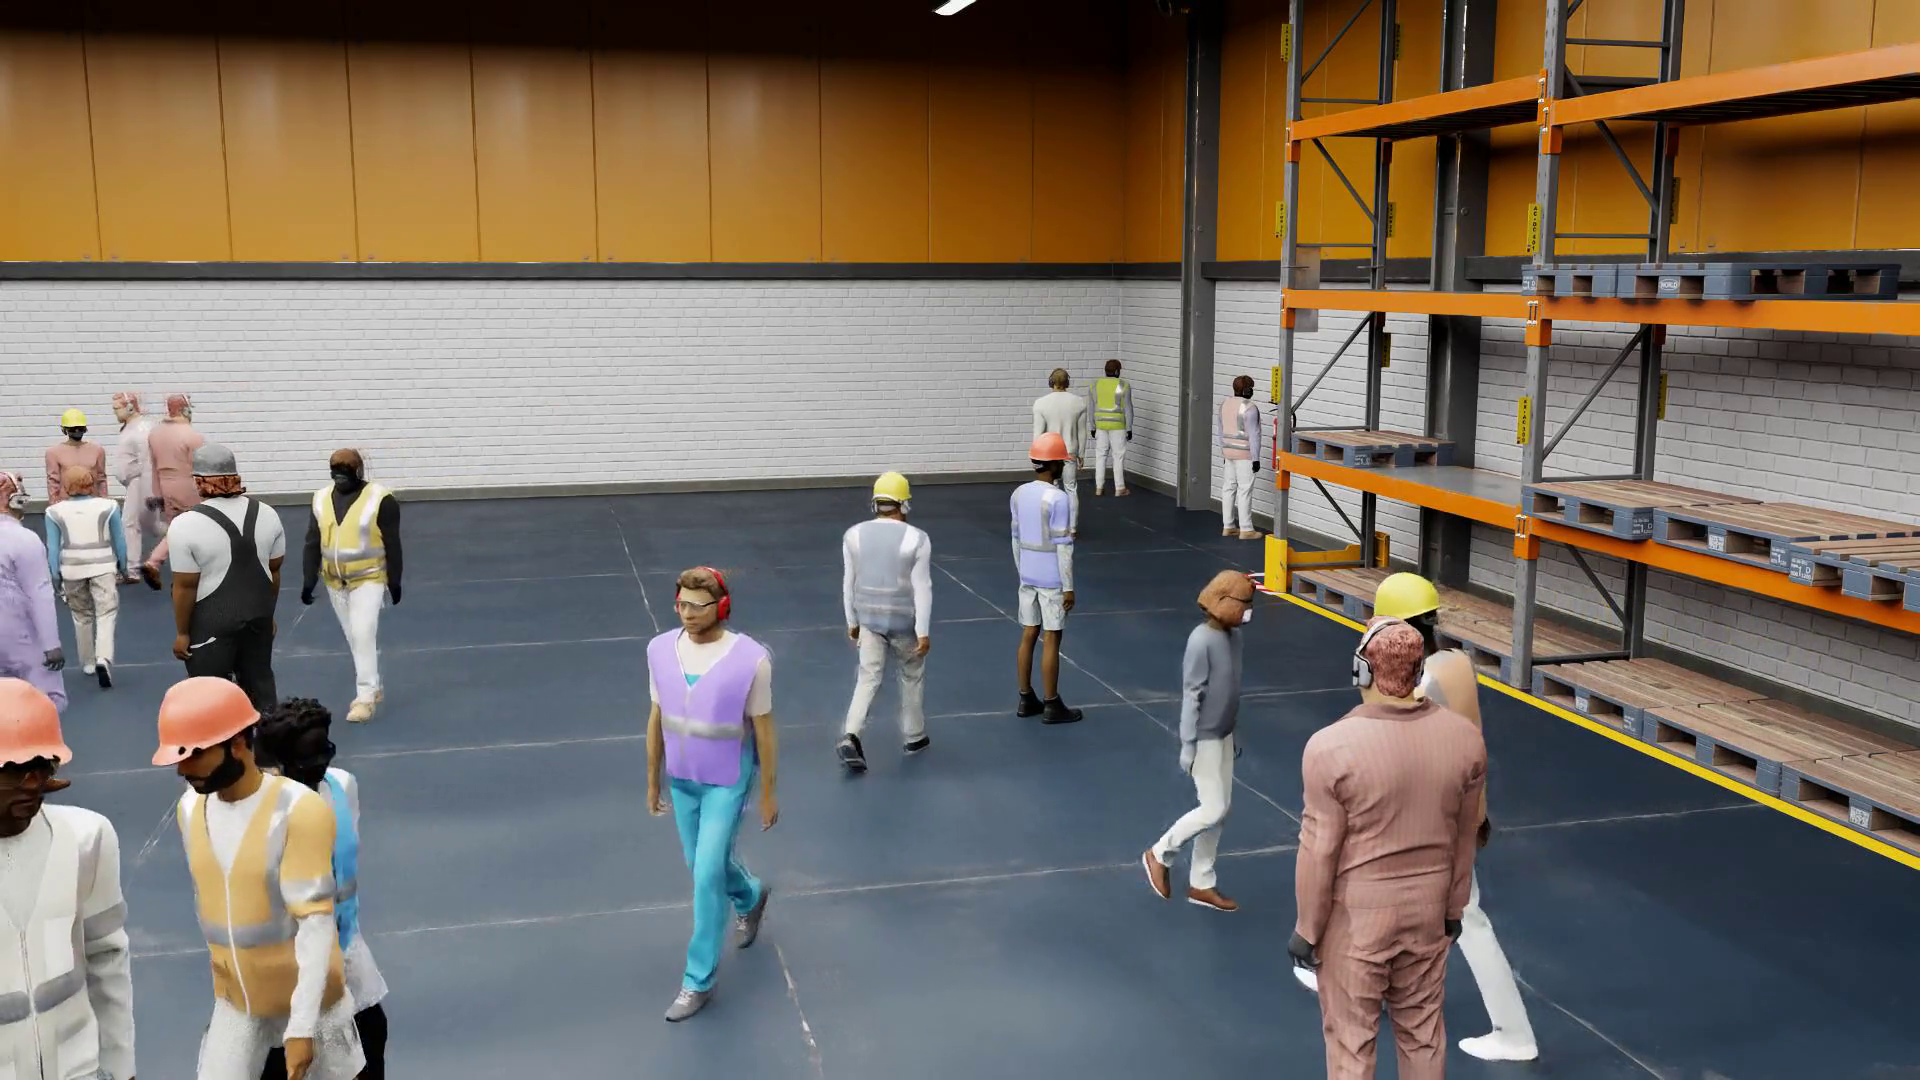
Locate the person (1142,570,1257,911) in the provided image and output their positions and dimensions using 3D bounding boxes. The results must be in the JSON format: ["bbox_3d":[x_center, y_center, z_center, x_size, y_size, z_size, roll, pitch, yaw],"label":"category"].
[{"bbox_3d":[1.154,0.931,7.796,0.392,1.613,0.531,6,11,33],"label":"person"}]

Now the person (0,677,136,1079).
[{"bbox_3d":[-2.376,1.320,4.136,0.585,2.023,0.626,6,11,35],"label":"person"}]

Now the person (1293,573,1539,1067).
[{"bbox_3d":[1.792,1.046,6.376,1.012,1.855,0.612,6,11,31],"label":"person"}]

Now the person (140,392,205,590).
[{"bbox_3d":[-7.252,-0.429,15.469,0.658,1.887,0.664,4,10,25],"label":"person"}]

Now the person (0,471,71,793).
[{"bbox_3d":[-5.324,0.561,9.300,0.658,1.882,0.536,5,11,30],"label":"person"}]

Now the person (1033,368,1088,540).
[{"bbox_3d":[1.106,-0.947,18.548,0.631,1.940,0.372,-2,9,-15],"label":"person"}]

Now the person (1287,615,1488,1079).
[{"bbox_3d":[1.341,1.185,5.343,0.641,1.908,0.407,-3,10,-19],"label":"person"}]

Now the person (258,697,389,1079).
[{"bbox_3d":[-2.018,1.315,5.265,0.636,1.674,0.554,4,10,23],"label":"person"}]

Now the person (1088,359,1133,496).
[{"bbox_3d":[2.042,-1.507,22.353,0.634,1.839,0.429,5,10,29],"label":"person"}]

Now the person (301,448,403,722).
[{"bbox_3d":[-4.129,0.297,11.176,0.647,1.812,0.768,2,9,15],"label":"person"}]

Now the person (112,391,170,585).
[{"bbox_3d":[-7.846,-0.515,16.105,0.855,1.870,0.682,-6,11,-31],"label":"person"}]

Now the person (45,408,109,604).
[{"bbox_3d":[-8.013,-0.316,15.144,0.324,1.769,0.523,8,12,42],"label":"person"}]

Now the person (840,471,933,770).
[{"bbox_3d":[-0.457,0.485,10.072,0.599,1.806,0.826,4,10,21],"label":"person"}]

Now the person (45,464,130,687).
[{"bbox_3d":[-6.353,0.248,12.115,0.512,1.607,0.754,-3,10,-20],"label":"person"}]

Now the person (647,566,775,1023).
[{"bbox_3d":[-1.012,0.979,6.941,0.572,1.815,0.881,4,10,24],"label":"person"}]

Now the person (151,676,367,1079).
[{"bbox_3d":[-2.007,1.300,4.735,0.575,1.858,1.050,2,9,14],"label":"person"}]

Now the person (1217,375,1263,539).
[{"bbox_3d":[3.183,-0.936,18.782,0.429,1.845,0.621,-5,11,-30],"label":"person"}]

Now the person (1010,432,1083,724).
[{"bbox_3d":[0.577,0.251,11.073,0.362,1.939,0.543,-7,11,-37],"label":"person"}]

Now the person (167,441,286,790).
[{"bbox_3d":[-4.251,0.443,9.557,0.538,2.000,0.684,6,11,31],"label":"person"}]
